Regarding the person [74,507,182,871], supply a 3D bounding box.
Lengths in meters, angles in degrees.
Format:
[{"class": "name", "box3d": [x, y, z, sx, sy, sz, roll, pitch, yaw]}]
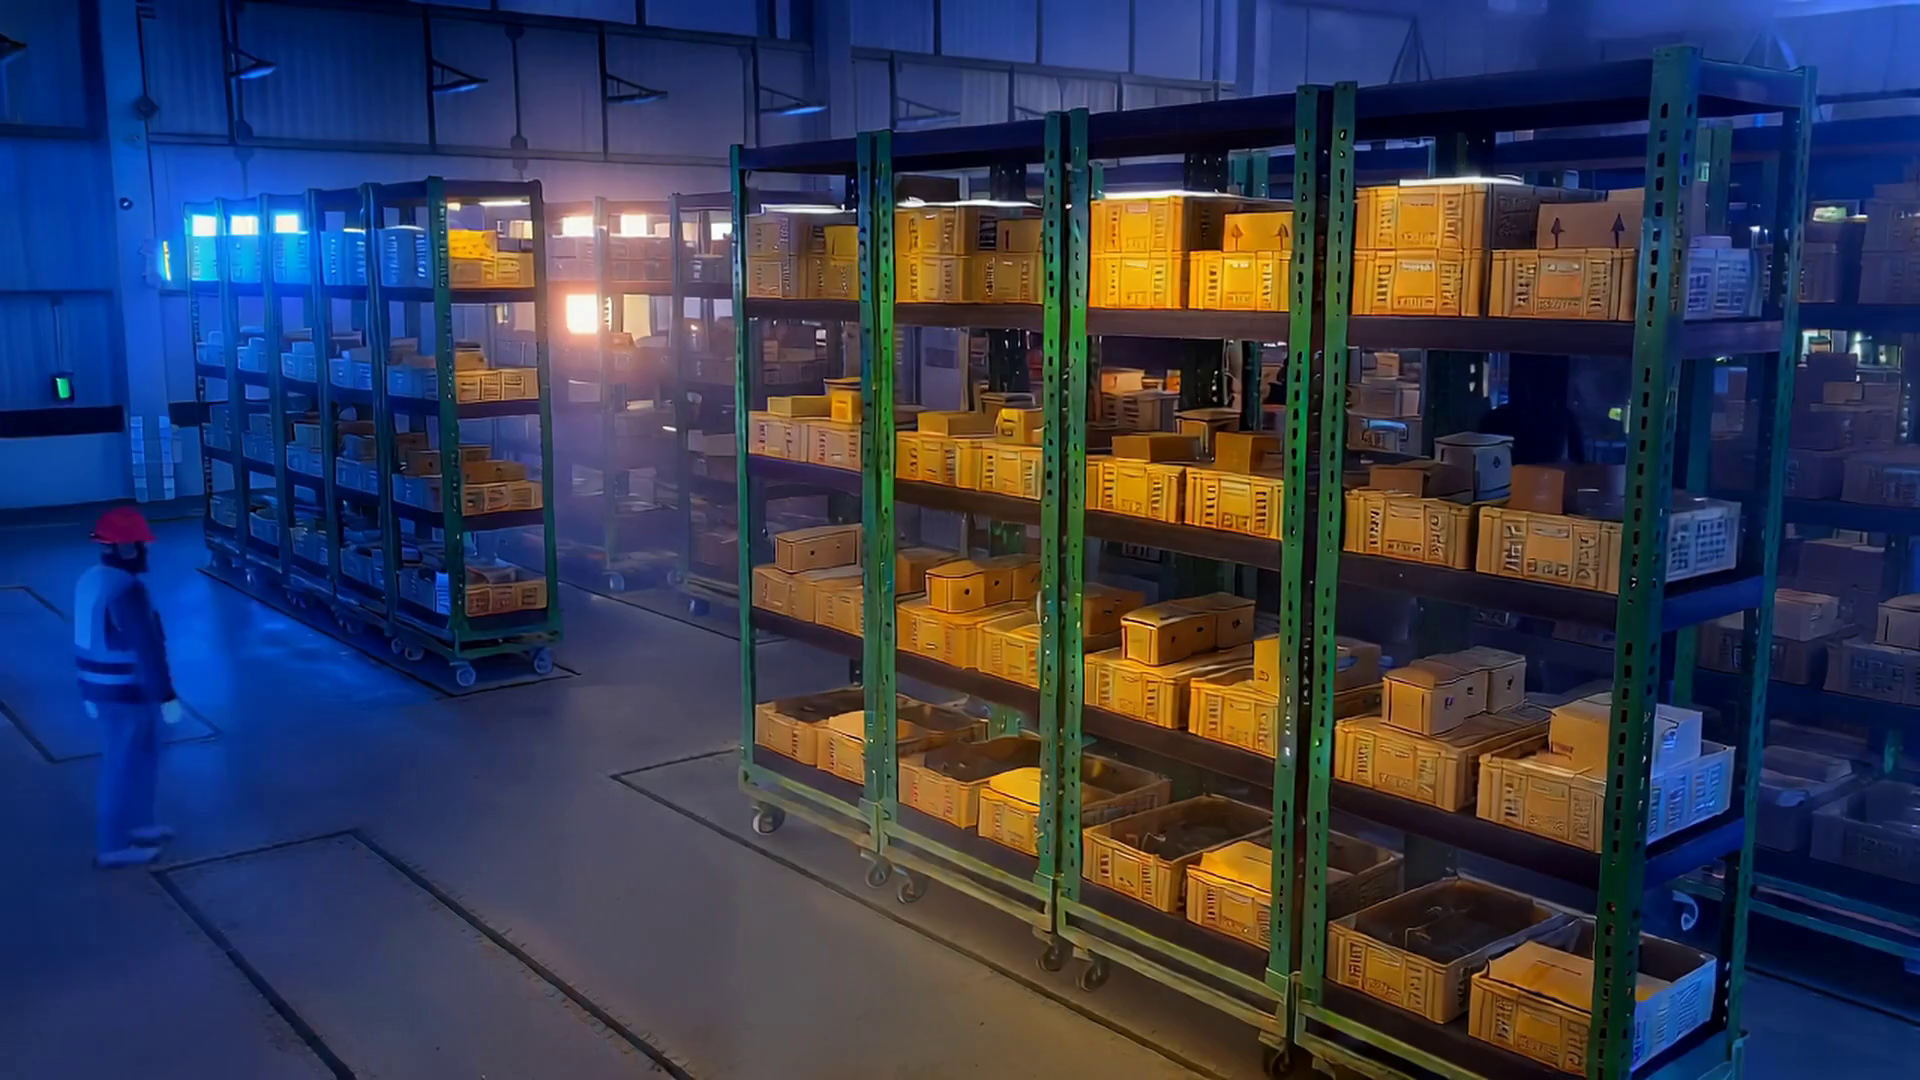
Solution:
[{"class": "person", "box3d": [-4.137, 0.739, 8.358, 0.584, 1.812, 0.614, -8, 13, -42]}]

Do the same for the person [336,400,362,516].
[{"class": "person", "box3d": [-6.164, -0.692, 16.858, 0.389, 1.846, 0.567, -3, 10, -16]}]
